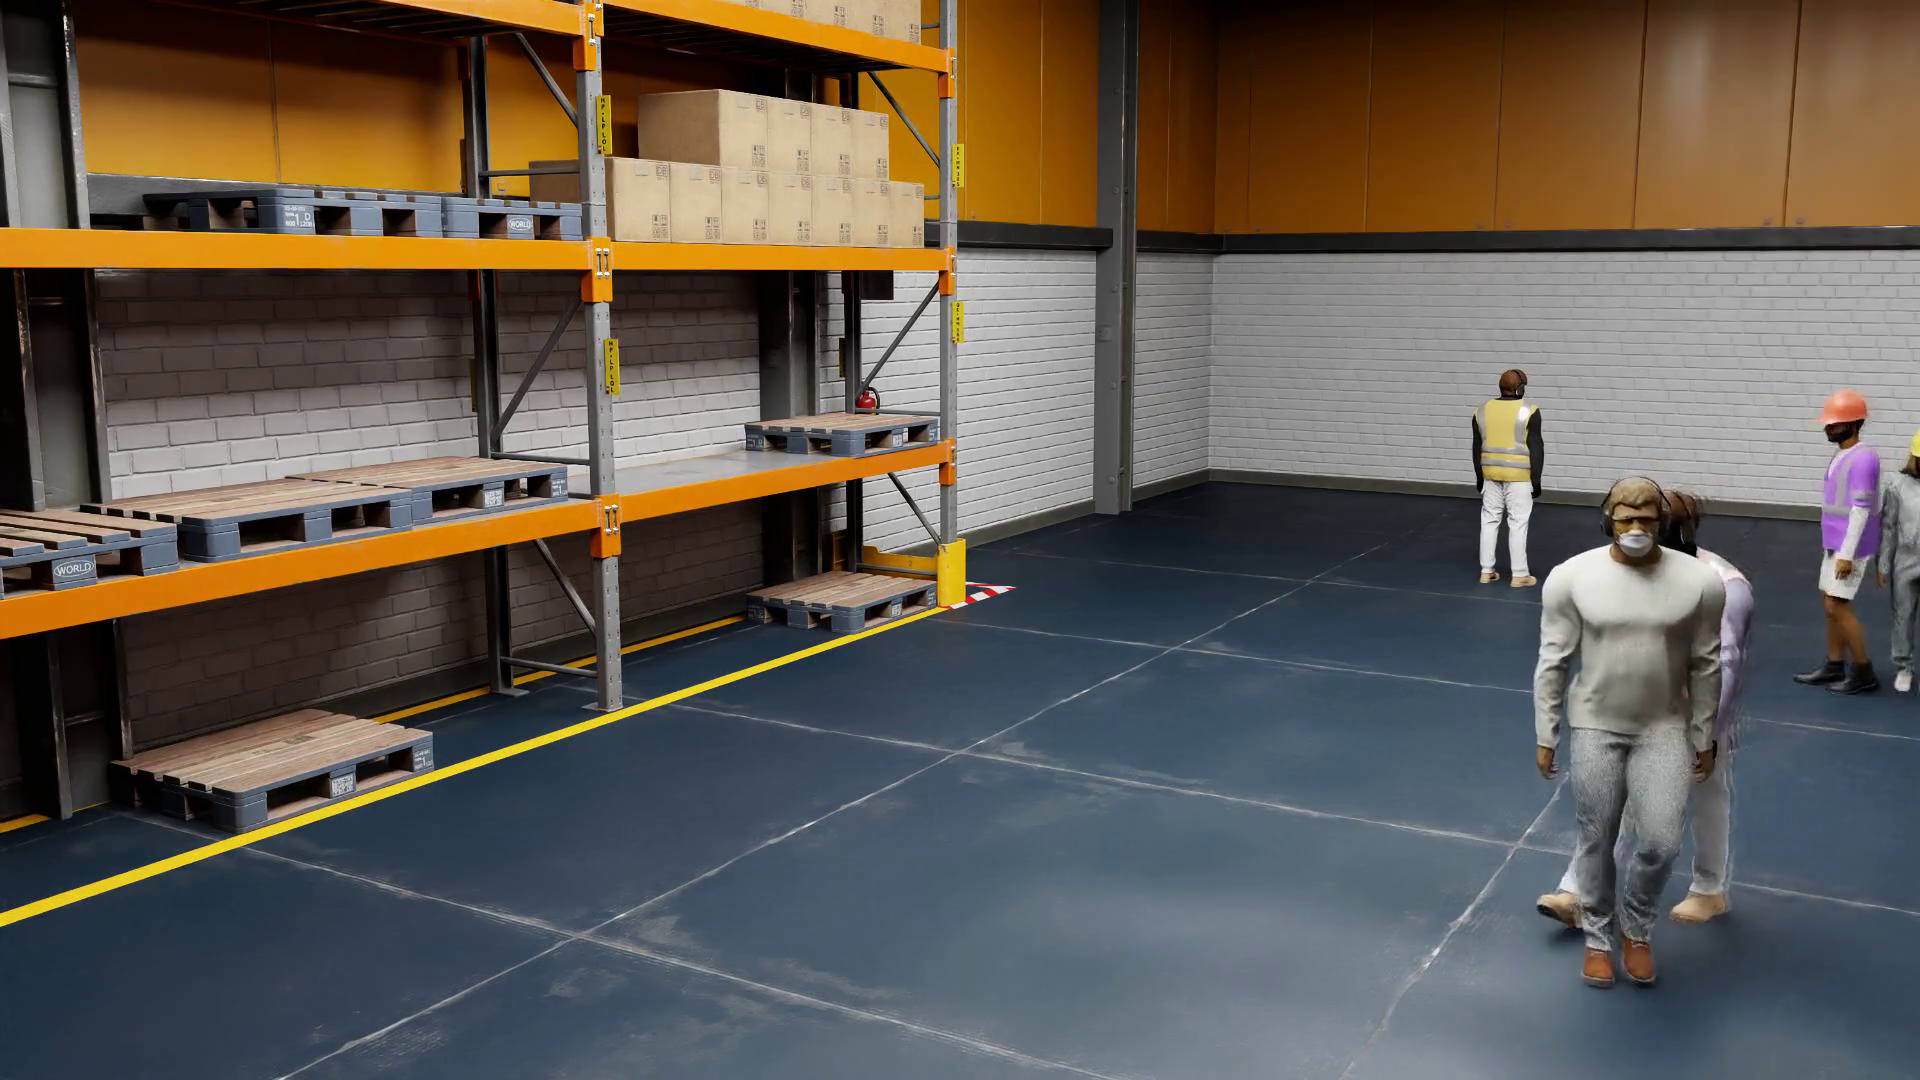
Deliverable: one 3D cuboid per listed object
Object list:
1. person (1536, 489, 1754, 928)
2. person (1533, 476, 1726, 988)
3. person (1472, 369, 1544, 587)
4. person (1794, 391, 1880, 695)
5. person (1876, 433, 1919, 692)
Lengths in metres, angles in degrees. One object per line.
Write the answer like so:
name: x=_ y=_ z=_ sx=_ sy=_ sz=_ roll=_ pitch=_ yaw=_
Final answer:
person: x=2.769 y=0.700 z=6.609 sx=0.965 sy=1.790 sz=0.645 roll=-6 pitch=11 yaw=-34
person: x=2.436 y=0.719 z=6.103 sx=0.651 sy=1.918 sz=0.455 roll=3 pitch=10 yaw=17
person: x=4.665 y=-0.527 z=14.129 sx=0.430 sy=1.845 sz=0.619 roll=-9 pitch=13 yaw=-44
person: x=5.560 y=0.029 z=10.461 sx=0.493 sy=1.916 sz=0.558 roll=2 pitch=9 yaw=11
person: x=5.932 y=0.167 z=10.252 sx=0.500 sy=1.685 sz=0.911 roll=5 pitch=11 yaw=30
